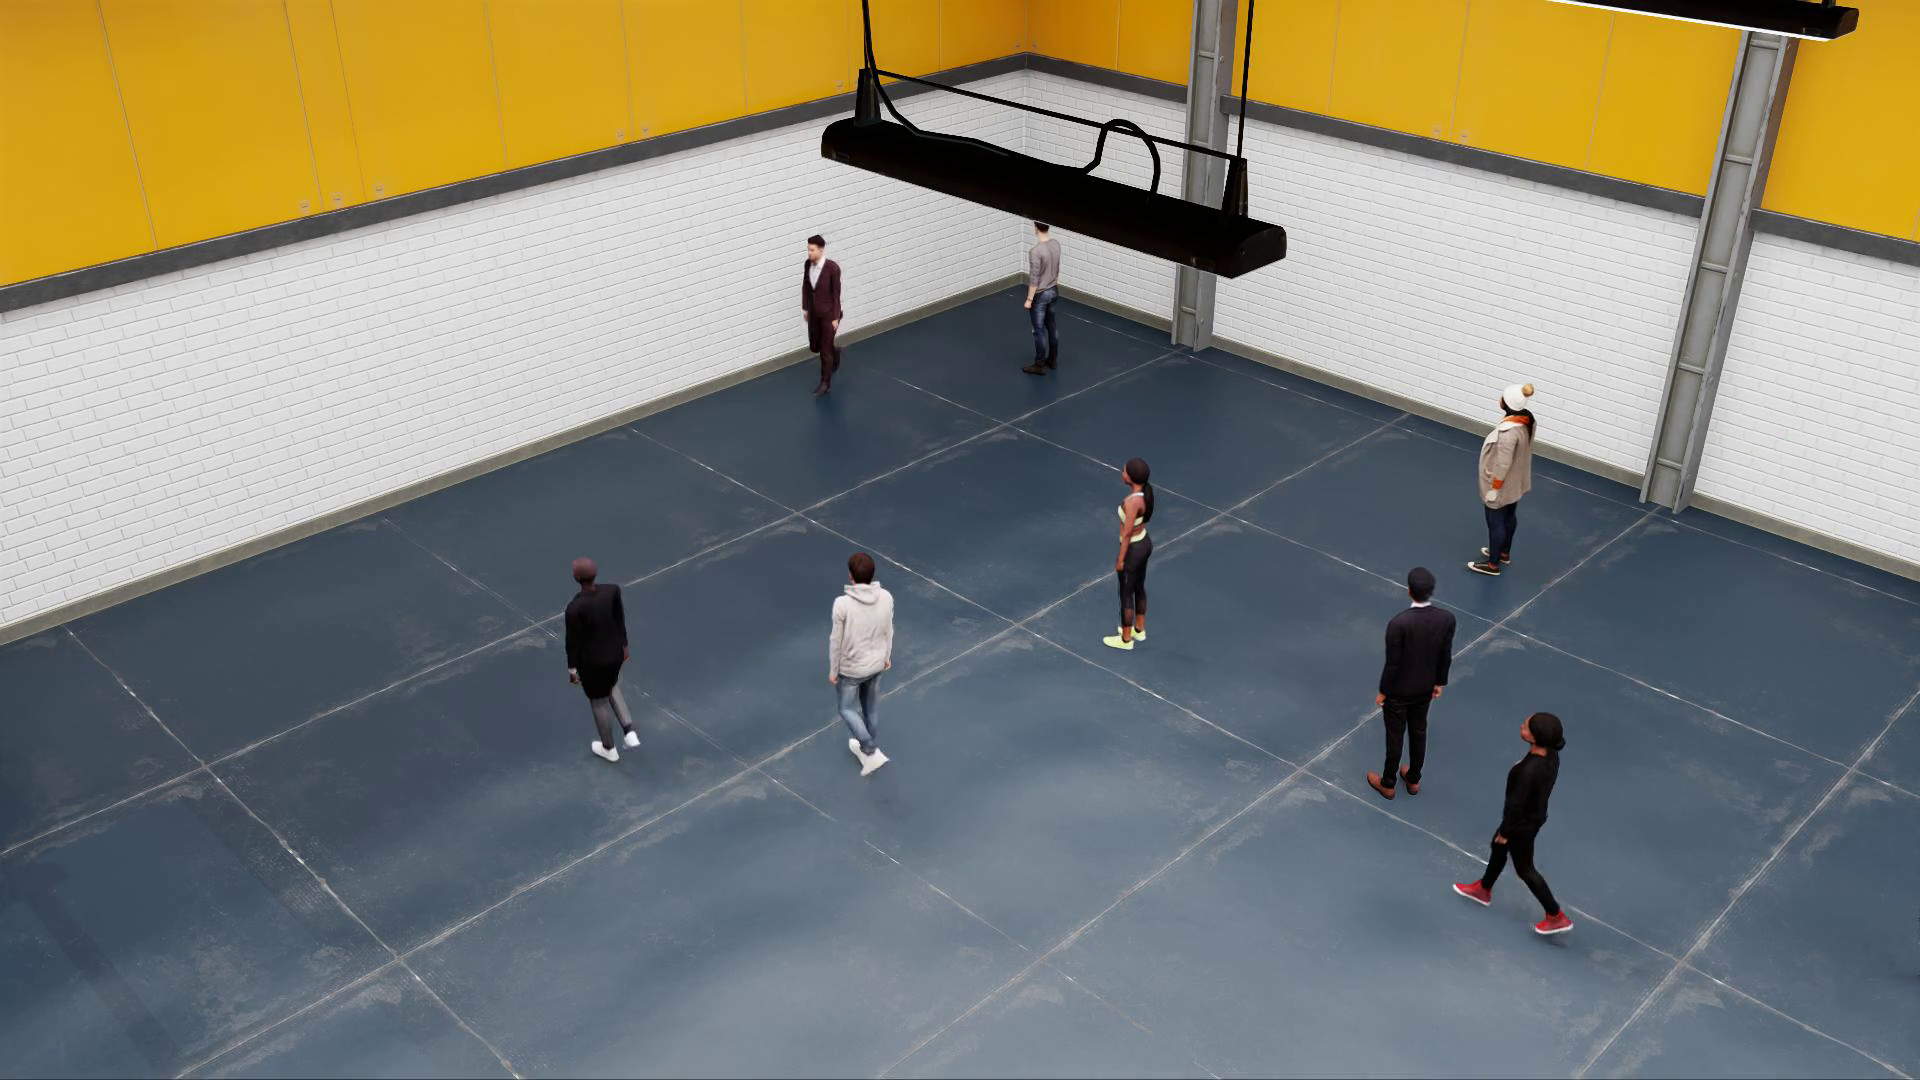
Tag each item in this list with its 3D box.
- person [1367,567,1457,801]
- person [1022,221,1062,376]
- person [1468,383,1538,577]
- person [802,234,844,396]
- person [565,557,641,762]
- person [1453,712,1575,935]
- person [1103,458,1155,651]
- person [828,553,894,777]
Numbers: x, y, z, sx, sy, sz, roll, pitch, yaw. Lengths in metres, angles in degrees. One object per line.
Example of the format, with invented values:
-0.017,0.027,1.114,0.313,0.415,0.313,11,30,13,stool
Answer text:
3.288,1.051,12.144,0.777,1.878,0.744,-8,30,-14,person
0.976,-2.846,19.266,0.582,1.900,0.702,23,36,36,person
4.983,-0.579,15.123,0.688,1.888,0.708,21,35,33,person
-1.502,-2.586,18.849,0.989,1.844,0.888,18,33,29,person
-2.652,0.932,12.494,0.726,1.753,0.673,24,37,36,person
3.766,1.876,10.879,1.081,1.643,0.679,20,35,33,person
1.498,0.105,14.010,0.626,1.753,0.621,15,32,25,person
-0.697,0.967,12.335,0.787,1.844,0.955,-18,33,-29,person
